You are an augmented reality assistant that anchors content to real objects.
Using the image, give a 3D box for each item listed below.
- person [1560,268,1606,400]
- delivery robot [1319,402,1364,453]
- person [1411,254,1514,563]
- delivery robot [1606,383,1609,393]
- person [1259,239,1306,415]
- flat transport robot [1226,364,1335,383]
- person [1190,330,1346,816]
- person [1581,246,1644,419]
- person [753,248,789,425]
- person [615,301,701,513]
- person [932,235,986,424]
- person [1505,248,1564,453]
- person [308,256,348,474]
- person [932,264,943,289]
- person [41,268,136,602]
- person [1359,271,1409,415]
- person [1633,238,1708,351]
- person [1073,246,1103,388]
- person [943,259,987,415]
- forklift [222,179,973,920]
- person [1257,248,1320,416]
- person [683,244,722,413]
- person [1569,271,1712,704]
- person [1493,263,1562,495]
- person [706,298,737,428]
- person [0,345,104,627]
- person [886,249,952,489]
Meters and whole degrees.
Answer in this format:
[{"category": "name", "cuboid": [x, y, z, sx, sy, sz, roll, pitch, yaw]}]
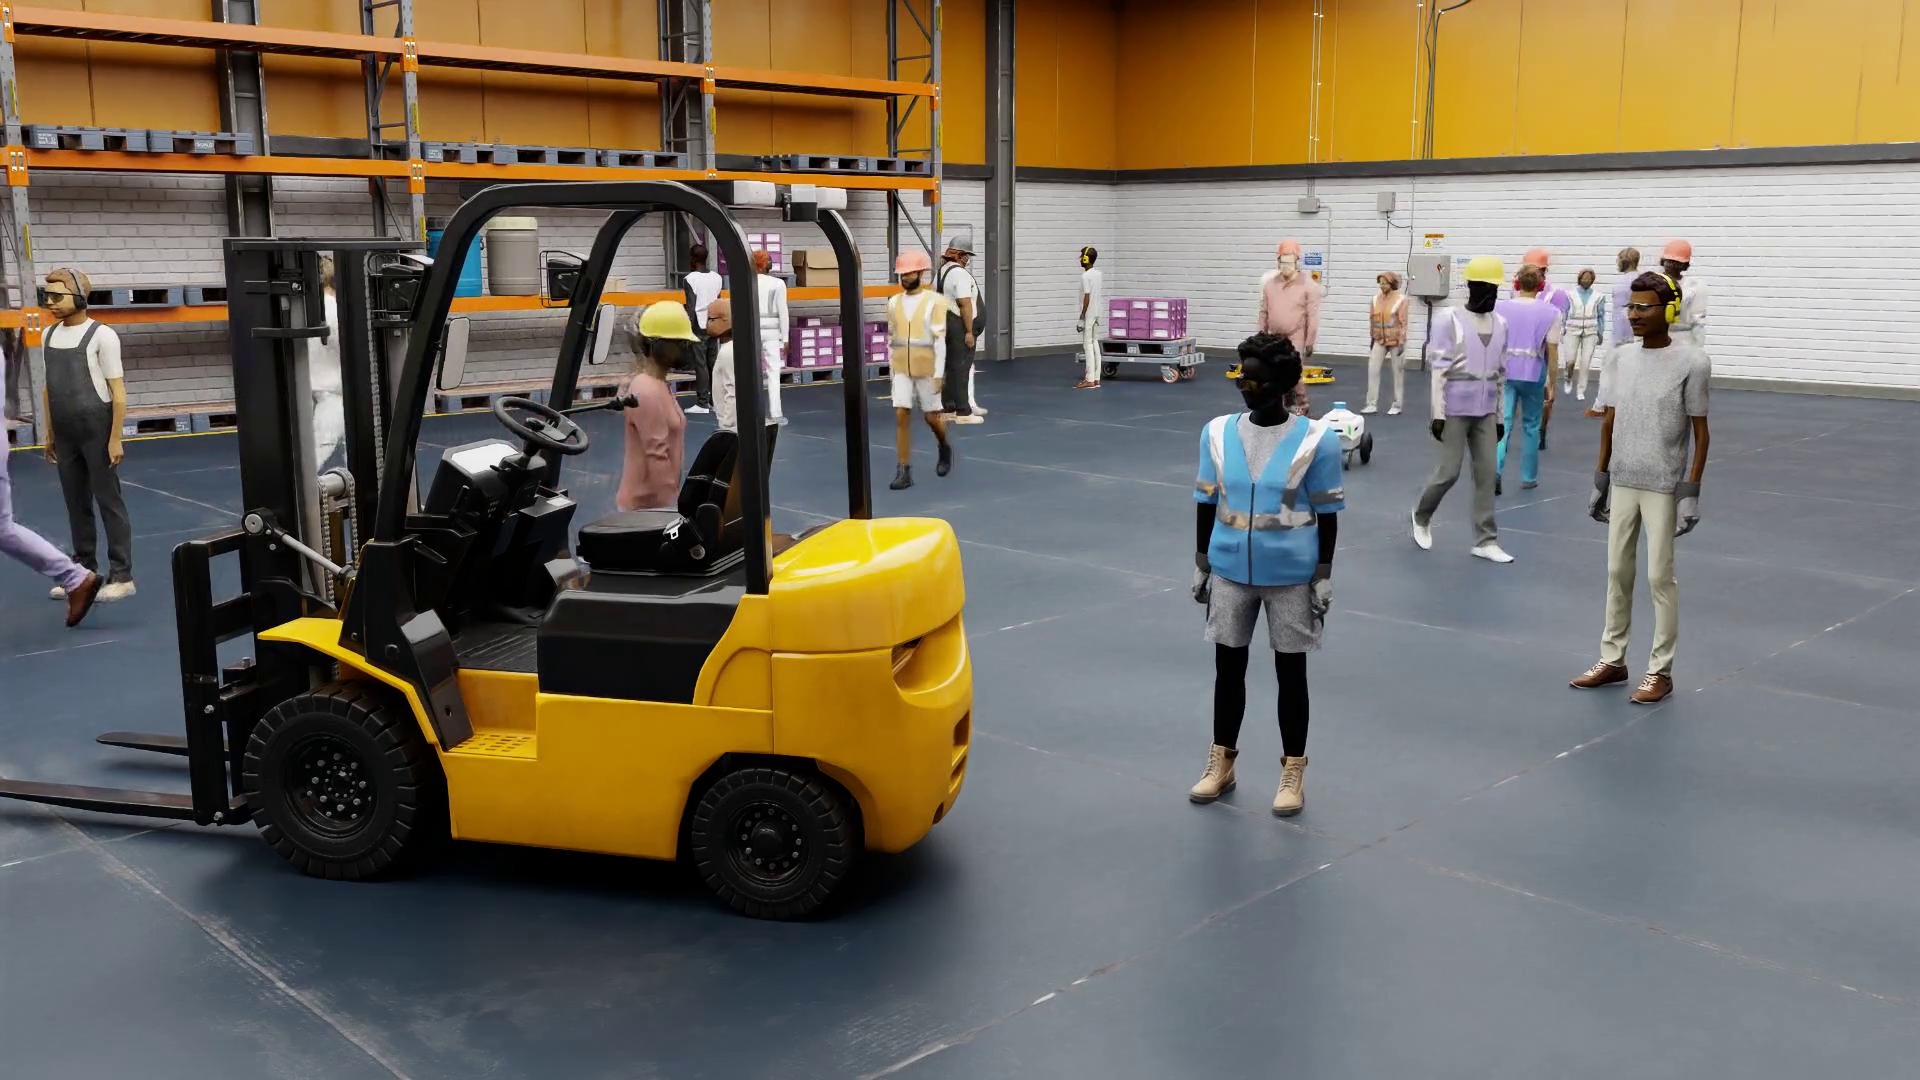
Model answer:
[{"category": "person", "cuboid": [7.661, -2.537, 20.492, 0.536, 1.622, 0.406, 2, 11, 13]}, {"category": "delivery robot", "cuboid": [3.337, -0.972, 14.642, 0.477, 0.478, 0.707, 4, 11, 22]}, {"category": "person", "cuboid": [3.180, -0.830, 10.433, 0.622, 1.907, 0.708, -4, 11, -22]}, {"category": "delivery robot", "cuboid": [7.455, -1.631, 18.238, 0.707, 0.478, 0.477, 3, 11, 15]}, {"category": "person", "cuboid": [3.622, -2.356, 18.589, 0.618, 1.979, 0.420, -3, 11, -15]}, {"category": "flat transport robot", "cuboid": [4.420, -2.311, 22.974, 0.652, 0.197, 1.431, -7, 13, -35]}, {"category": "person", "cuboid": [1.062, 0.118, 5.829, 0.538, 1.698, 0.319, 6, 12, 29]}, {"category": "person", "cuboid": [7.287, -2.225, 18.047, 0.628, 1.911, 0.951, -7, 12, -32]}, {"category": "person", "cuboid": [-2.098, -2.150, 17.693, 0.584, 1.883, 0.337, 2, 11, 12]}, {"category": "person", "cuboid": [-1.219, -0.134, 7.103, 0.702, 1.744, 0.546, 0, 10, 2]}, {"category": "person", "cuboid": [0.017, -2.284, 18.000, 0.536, 2.000, 0.674, -5, 12, -26]}, {"category": "person", "cuboid": [5.252, -1.735, 15.398, 0.948, 1.891, 0.569, -10, 14, -42]}, {"category": "person", "cuboid": [-4.422, -1.037, 11.642, 0.644, 1.889, 1.052, 9, 14, 41]}, {"category": "person", "cuboid": [-0.128, -2.964, 22.644, 0.535, 1.697, 0.322, -2, 11, -11]}, {"category": "person", "cuboid": [-4.855, -0.574, 9.207, 0.513, 1.845, 0.335, 3, 11, 17]}, {"category": "person", "cuboid": [4.765, -2.192, 18.639, 0.693, 1.605, 0.538, -10, 14, -44]}, {"category": "person", "cuboid": [6.301, -1.678, 14.820, 0.549, 2.007, 0.659, -9, 14, -42]}, {"category": "person", "cuboid": [1.701, -2.949, 22.089, 0.328, 1.873, 0.521, 6, 12, 28]}, {"category": "person", "cuboid": [-0.052, -2.299, 18.715, 0.677, 1.808, 0.651, -1, 10, -8]}, {"category": "forklift", "cuboid": [-1.114, -0.058, 5.440, 2.313, 2.155, 1.214, 2, 11, 13]}, {"category": "person", "cuboid": [3.463, -2.143, 17.681, 0.650, 1.893, 0.418, 8, 13, 37]}, {"category": "person", "cuboid": [-2.935, -2.404, 18.986, 0.392, 1.920, 0.587, 6, 12, 30]}, {"category": "person", "cuboid": [2.978, -0.225, 7.241, 0.311, 1.869, 0.532, -7, 12, -32]}, {"category": "person", "cuboid": [4.398, -1.260, 13.061, 0.574, 1.817, 0.892, 6, 12, 29]}, {"category": "person", "cuboid": [-1.447, -0.707, 10.512, 0.278, 1.631, 0.507, 0, 10, 0]}, {"category": "person", "cuboid": [-4.848, -0.415, 8.257, 0.867, 1.880, 0.647, -4, 11, -20]}, {"category": "person", "cuboid": [-0.333, -1.389, 13.456, 0.549, 1.917, 0.808, 4, 11, 20]}]
